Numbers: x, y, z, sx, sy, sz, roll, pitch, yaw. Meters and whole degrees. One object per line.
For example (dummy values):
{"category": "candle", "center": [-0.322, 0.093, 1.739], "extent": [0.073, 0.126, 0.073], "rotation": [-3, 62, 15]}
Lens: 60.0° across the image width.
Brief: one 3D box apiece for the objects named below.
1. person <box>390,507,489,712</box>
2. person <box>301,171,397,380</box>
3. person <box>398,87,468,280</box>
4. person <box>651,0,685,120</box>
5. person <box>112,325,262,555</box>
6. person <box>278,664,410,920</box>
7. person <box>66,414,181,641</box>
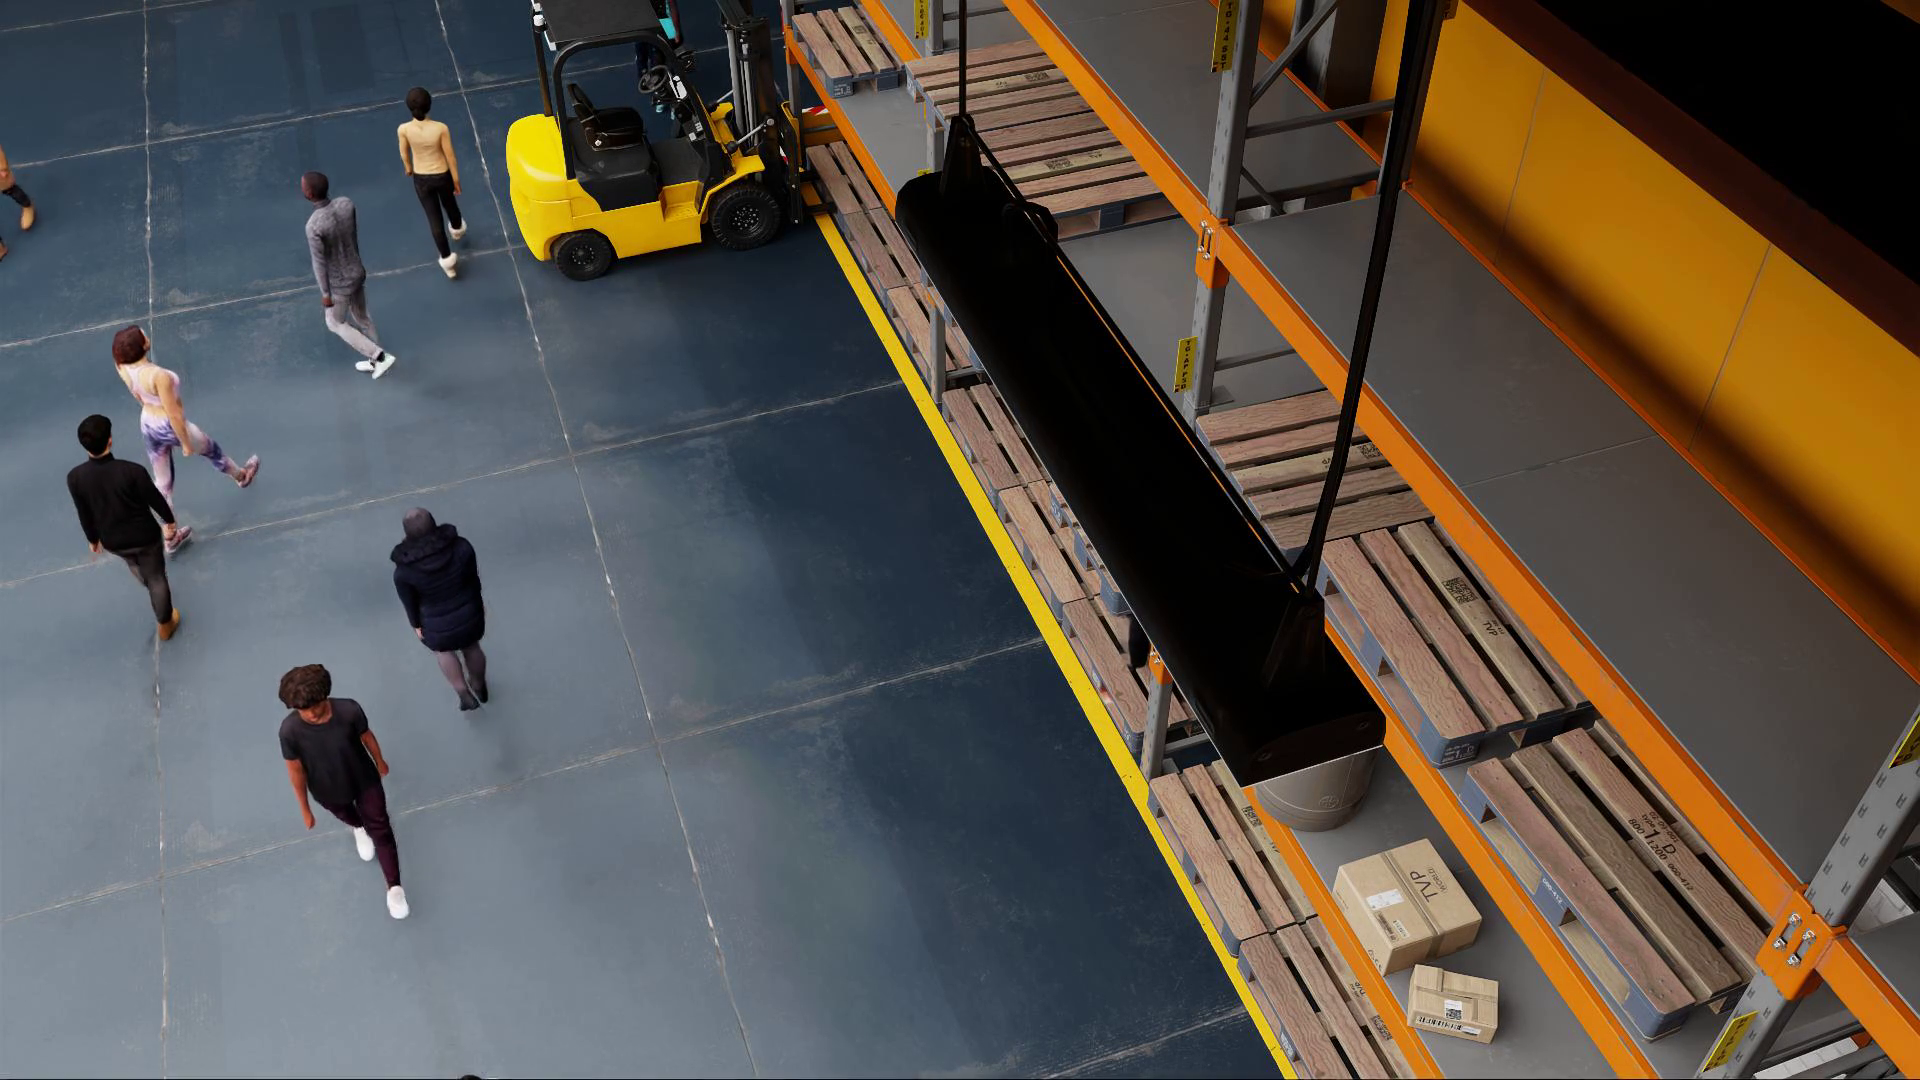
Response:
{"category": "person", "center": [-3.143, 0.483, 10.302], "extent": [0.730, 1.668, 0.787], "rotation": [-22, 48, -22]}
{"category": "person", "center": [-4.657, -1.982, 12.775], "extent": [0.923, 1.824, 0.848], "rotation": [12, 45, 13]}
{"category": "person", "center": [-4.407, -2.959, 13.949], "extent": [0.652, 1.621, 1.077], "rotation": [-12, 45, -12]}
{"category": "person", "center": [-2.844, -4.907, 15.856], "extent": [0.620, 1.810, 0.749], "rotation": [32, 52, 29]}
{"category": "person", "center": [-5.510, -0.665, 11.480], "extent": [1.074, 1.704, 1.258], "rotation": [11, 45, 12]}
{"category": "person", "center": [-3.499, 1.291, 9.402], "extent": [0.668, 1.738, 1.095], "rotation": [-16, 46, -16]}
{"category": "person", "center": [-5.411, -0.018, 10.799], "extent": [0.768, 1.706, 0.924], "rotation": [-6, 44, -7]}
